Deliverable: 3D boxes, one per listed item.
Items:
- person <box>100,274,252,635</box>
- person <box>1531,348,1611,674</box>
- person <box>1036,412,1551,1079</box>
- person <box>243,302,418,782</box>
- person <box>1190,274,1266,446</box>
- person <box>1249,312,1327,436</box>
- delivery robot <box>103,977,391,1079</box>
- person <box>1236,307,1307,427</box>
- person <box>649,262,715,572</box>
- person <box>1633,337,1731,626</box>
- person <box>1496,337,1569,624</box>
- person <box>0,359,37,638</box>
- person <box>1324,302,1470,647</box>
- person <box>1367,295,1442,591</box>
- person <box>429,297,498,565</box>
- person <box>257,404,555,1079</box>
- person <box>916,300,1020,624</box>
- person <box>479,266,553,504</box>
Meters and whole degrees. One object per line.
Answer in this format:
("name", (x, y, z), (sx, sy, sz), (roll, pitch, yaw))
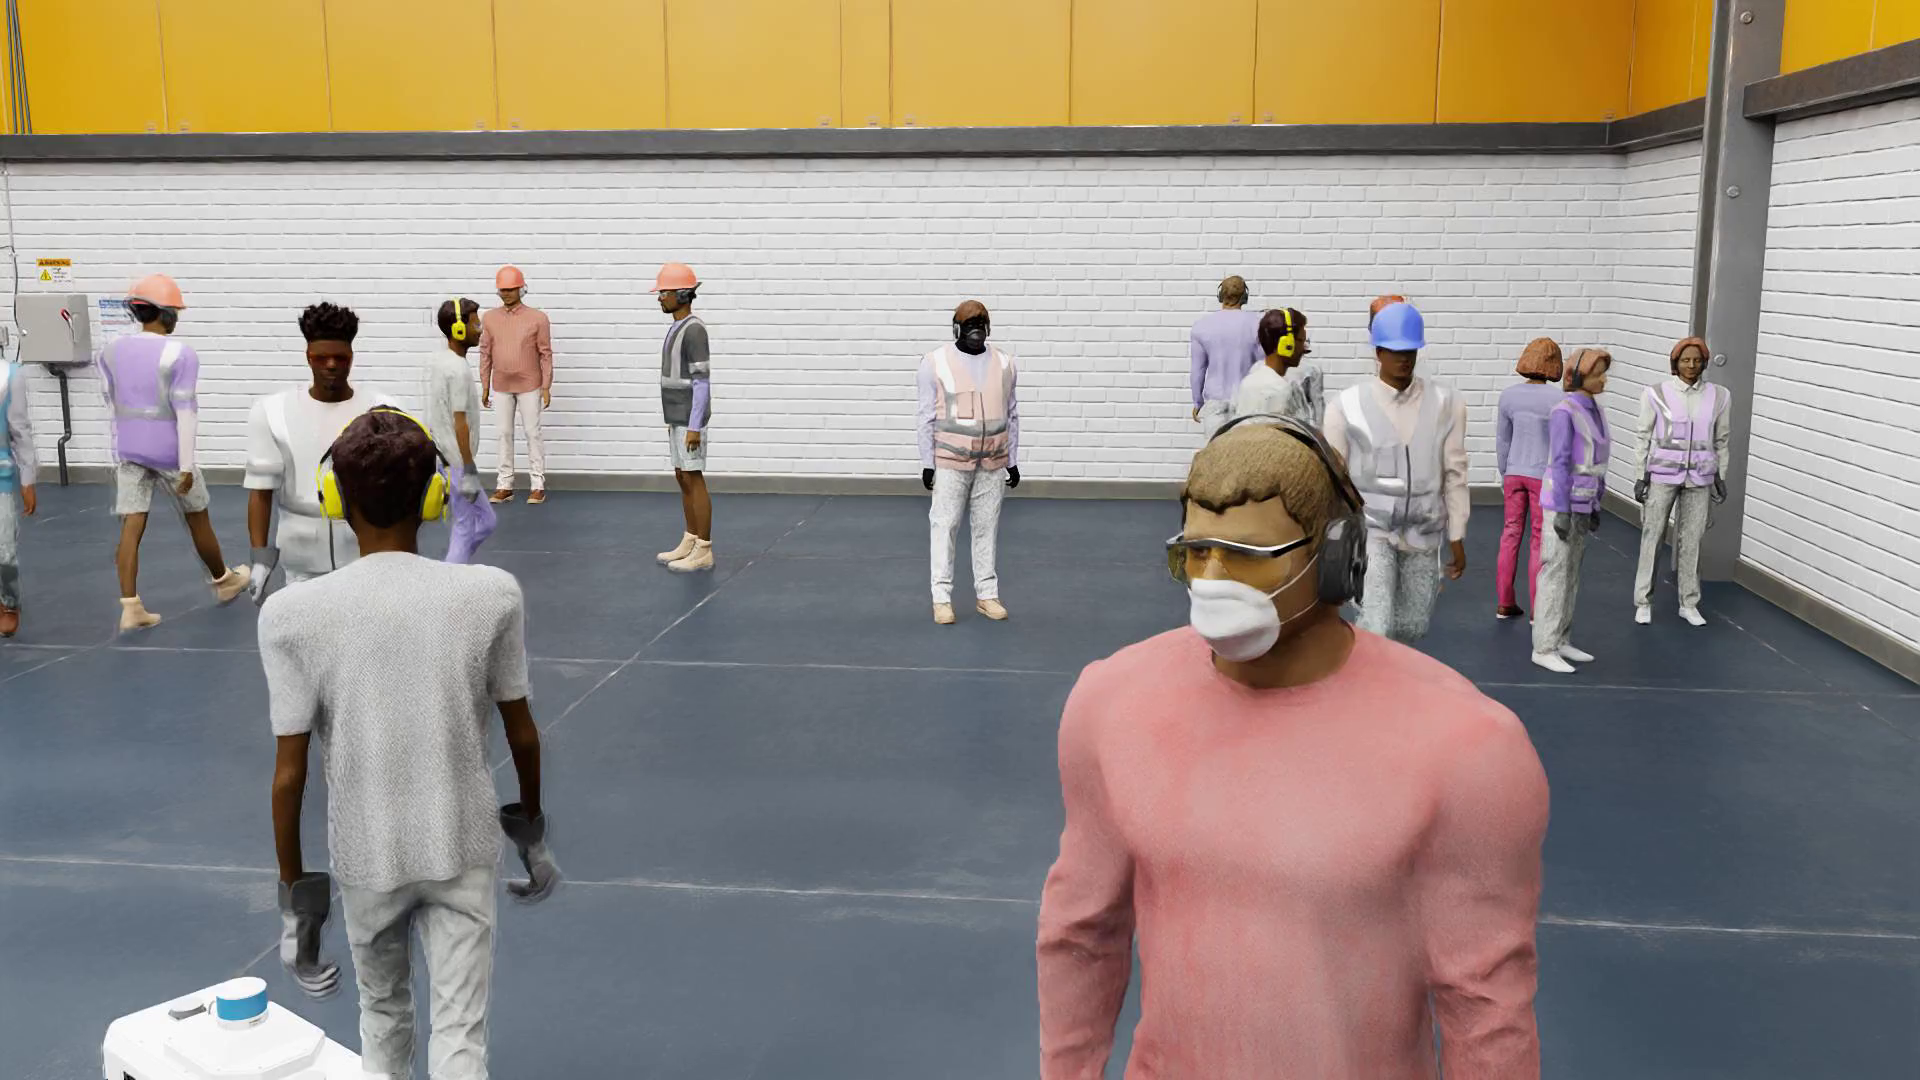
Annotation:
("person", (-4.533, -0.512, 9.524), (0.616, 1.977, 1.074), (1, 10, 8))
("person", (3.114, -0.156, 8.456), (0.315, 1.638, 0.522), (8, 13, 40))
("person", (0.395, 0.799, 2.137), (0.641, 1.937, 0.358), (6, 12, 31))
("person", (-2.382, 0.070, 6.336), (0.615, 1.919, 0.977), (-3, 10, -15))
("person", (2.069, -1.051, 12.720), (0.627, 1.941, 0.371), (3, 10, 16))
("person", (2.206, -0.661, 11.117), (0.497, 1.718, 0.728), (5, 11, 27))
("delivery robot", (-1.534, 1.186, 3.582), (0.707, 0.478, 0.477), (9, 14, 39))
("person", (1.468, -0.157, 7.842), (0.616, 1.848, 0.582), (-2, 10, -12))
("person", (-1.847, -0.809, 11.035), (0.378, 2.041, 0.616), (-4, 11, -22))
("person", (4.081, -0.327, 9.431), (0.523, 1.639, 0.306), (1, 10, 6))
("person", (3.279, -0.335, 9.492), (0.278, 1.634, 0.499), (-6, 12, -32))
("person", (-5.132, -0.322, 8.632), (0.622, 1.910, 0.824), (-4, 11, -24))
("person", (1.812, -0.052, 7.069), (0.603, 1.920, 0.838), (-1, 10, -5))
("person", (2.732, -0.585, 10.323), (0.600, 1.850, 0.602), (7, 12, 34))
("person", (-2.785, -0.422, 9.336), (0.418, 1.859, 0.555), (-5, 11, -26))
("person", (-1.085, 0.642, 3.351), (0.535, 1.835, 0.826), (-3, 10, -16))
("person", (0.061, -0.446, 9.538), (0.621, 1.845, 0.429), (-4, 11, -21))
("person", (-3.727, -1.287, 13.928), (0.625, 1.990, 0.400), (1, 10, 5))
